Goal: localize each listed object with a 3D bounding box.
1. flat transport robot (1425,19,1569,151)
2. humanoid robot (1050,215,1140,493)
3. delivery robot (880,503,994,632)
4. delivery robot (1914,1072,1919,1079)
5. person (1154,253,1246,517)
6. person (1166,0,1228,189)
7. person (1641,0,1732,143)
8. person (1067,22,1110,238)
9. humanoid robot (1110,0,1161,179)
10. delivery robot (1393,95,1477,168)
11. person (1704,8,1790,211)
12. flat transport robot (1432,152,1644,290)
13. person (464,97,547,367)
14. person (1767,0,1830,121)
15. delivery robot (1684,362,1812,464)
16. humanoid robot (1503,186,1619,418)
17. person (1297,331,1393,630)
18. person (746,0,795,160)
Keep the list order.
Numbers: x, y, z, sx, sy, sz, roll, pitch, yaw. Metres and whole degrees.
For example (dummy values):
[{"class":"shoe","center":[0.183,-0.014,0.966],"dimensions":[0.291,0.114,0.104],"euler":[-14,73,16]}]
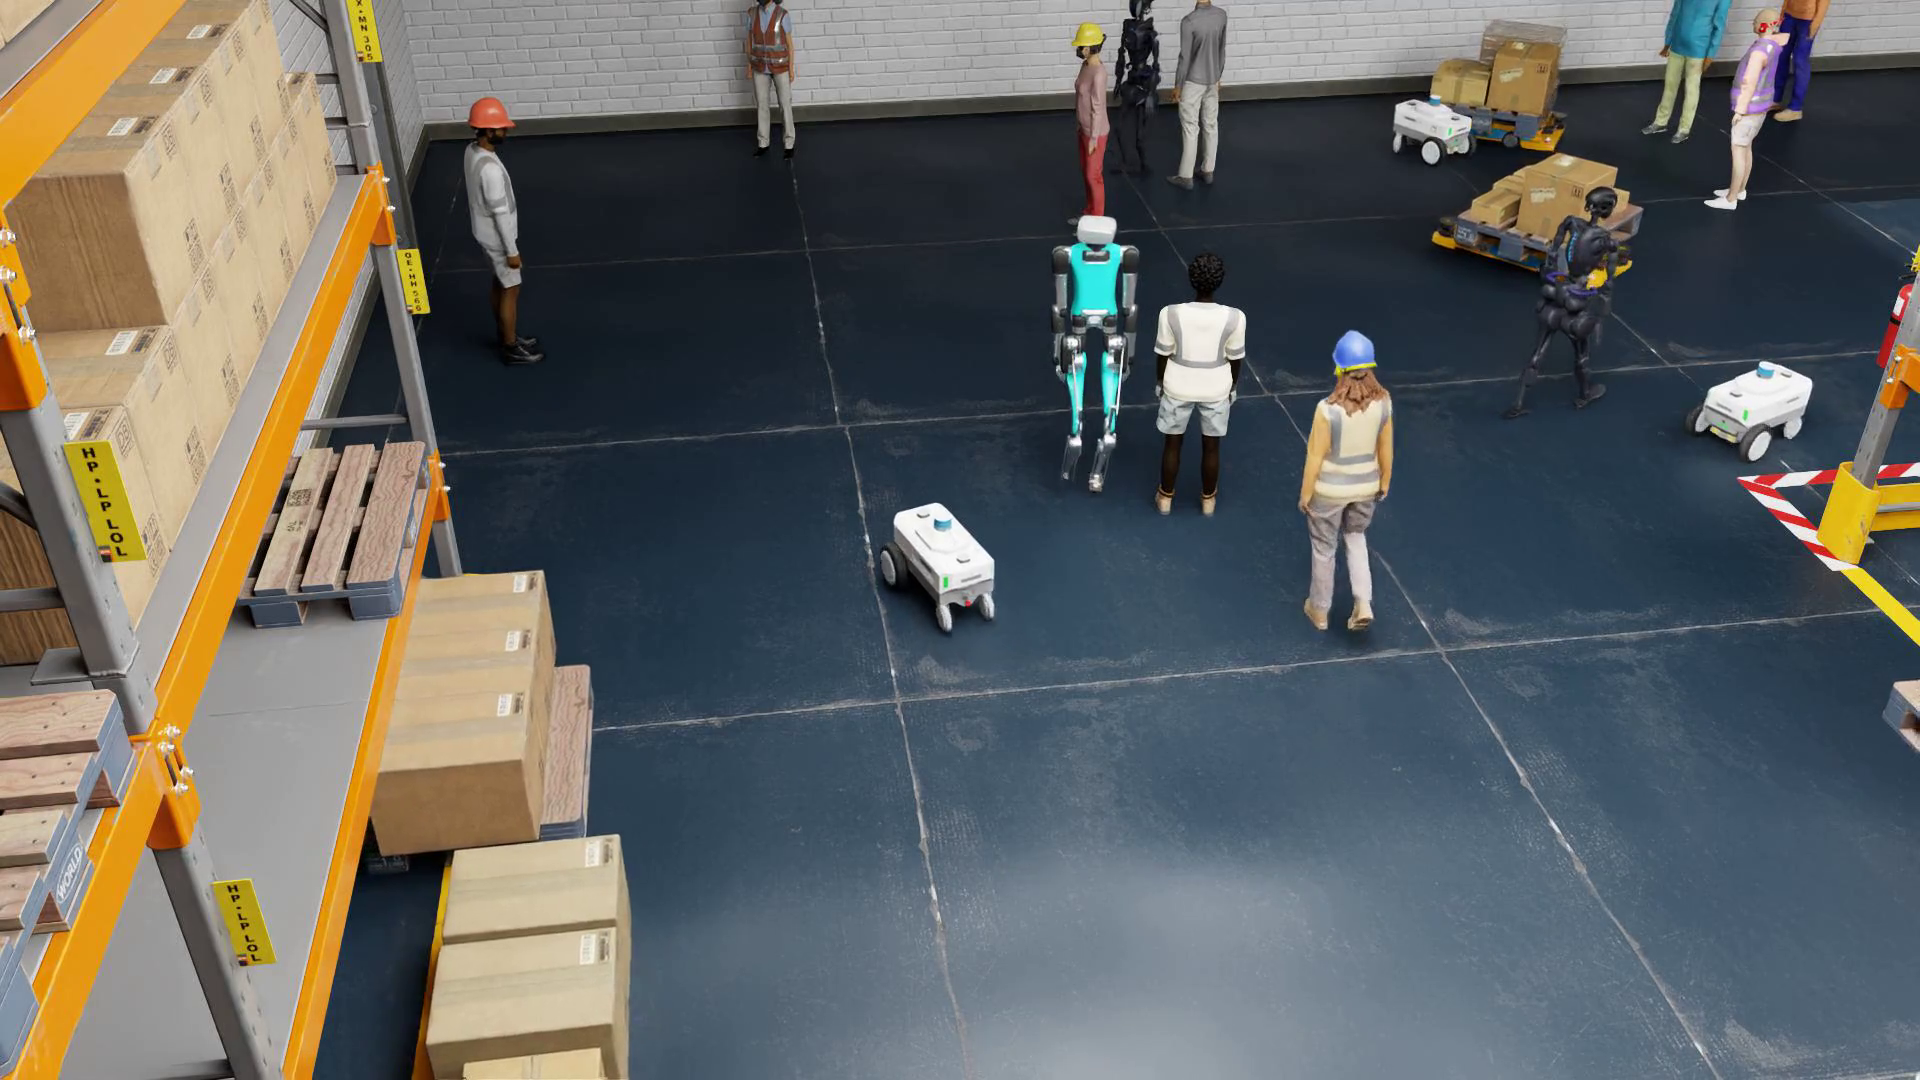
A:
[{"class":"flat transport robot","center":[5.057,-4.030,16.027],"dimensions":[1.431,0.231,0.659],"euler":[15,36,22]},{"class":"humanoid robot","center":[0.810,-1.009,10.080],"dimensions":[0.541,1.822,0.677],"euler":[1,33,1]},{"class":"delivery robot","center":[-0.106,0.108,9.438],"dimensions":[0.499,0.609,0.805],"euler":[-15,36,-22]},{"class":"delivery robot","center":[3.731,2.293,6.090],"dimensions":[0.499,0.610,0.788],"euler":[3,33,5]},{"class":"person","center":[1.410,-0.903,9.932],"dimensions":[0.533,1.693,0.320],"euler":[4,33,6]},{"class":"person","center":[2.090,-4.000,14.493],"dimensions":[0.533,1.899,0.400],"euler":[-18,37,-25]},{"class":"person","center":[6.818,-4.618,15.572],"dimensions":[0.345,1.746,0.571],"euler":[-19,38,-27]},{"class":"person","center":[1.048,-3.355,13.632],"dimensions":[0.333,1.756,0.515],"euler":[-6,34,-9]},{"class":"humanoid robot","center":[1.576,-4.014,14.721],"dimensions":[0.324,1.647,0.587],"euler":[-19,38,-27]},{"class":"delivery robot","center":[4.390,-3.822,15.440],"dimensions":[0.506,0.586,0.758],"euler":[-21,39,-29]},{"class":"person","center":[6.725,-3.672,14.183],"dimensions":[0.357,1.684,0.486],"euler":[22,39,30]},{"class":"flat transport robot","center":[4.645,-2.392,13.518],"dimensions":[1.431,0.231,0.659],"euler":[28,42,36]},{"class":"person","center":[-3.193,-2.135,11.613],"dimensions":[0.388,1.926,0.546],"euler":[-16,36,-23]},{"class":"person","center":[8.134,-5.076,16.078],"dimensions":[0.404,1.971,0.517],"euler":[-10,34,-15]},{"class":"delivery robot","center":[5.220,-0.874,10.940],"dimensions":[0.807,0.606,0.499],"euler":[-18,37,-26]},{"class":"humanoid robot","center":[4.064,-1.583,11.028],"dimensions":[0.775,1.628,0.596],"euler":[-17,37,-24]},{"class":"person","center":[2.071,-0.258,8.864],"dimensions":[0.504,1.764,0.505],"euler":[-6,34,-9]},{"class":"person","center":[-1.724,-4.310,15.155],"dimensions":[0.456,1.687,0.317],"euler":[7,34,11]}]
